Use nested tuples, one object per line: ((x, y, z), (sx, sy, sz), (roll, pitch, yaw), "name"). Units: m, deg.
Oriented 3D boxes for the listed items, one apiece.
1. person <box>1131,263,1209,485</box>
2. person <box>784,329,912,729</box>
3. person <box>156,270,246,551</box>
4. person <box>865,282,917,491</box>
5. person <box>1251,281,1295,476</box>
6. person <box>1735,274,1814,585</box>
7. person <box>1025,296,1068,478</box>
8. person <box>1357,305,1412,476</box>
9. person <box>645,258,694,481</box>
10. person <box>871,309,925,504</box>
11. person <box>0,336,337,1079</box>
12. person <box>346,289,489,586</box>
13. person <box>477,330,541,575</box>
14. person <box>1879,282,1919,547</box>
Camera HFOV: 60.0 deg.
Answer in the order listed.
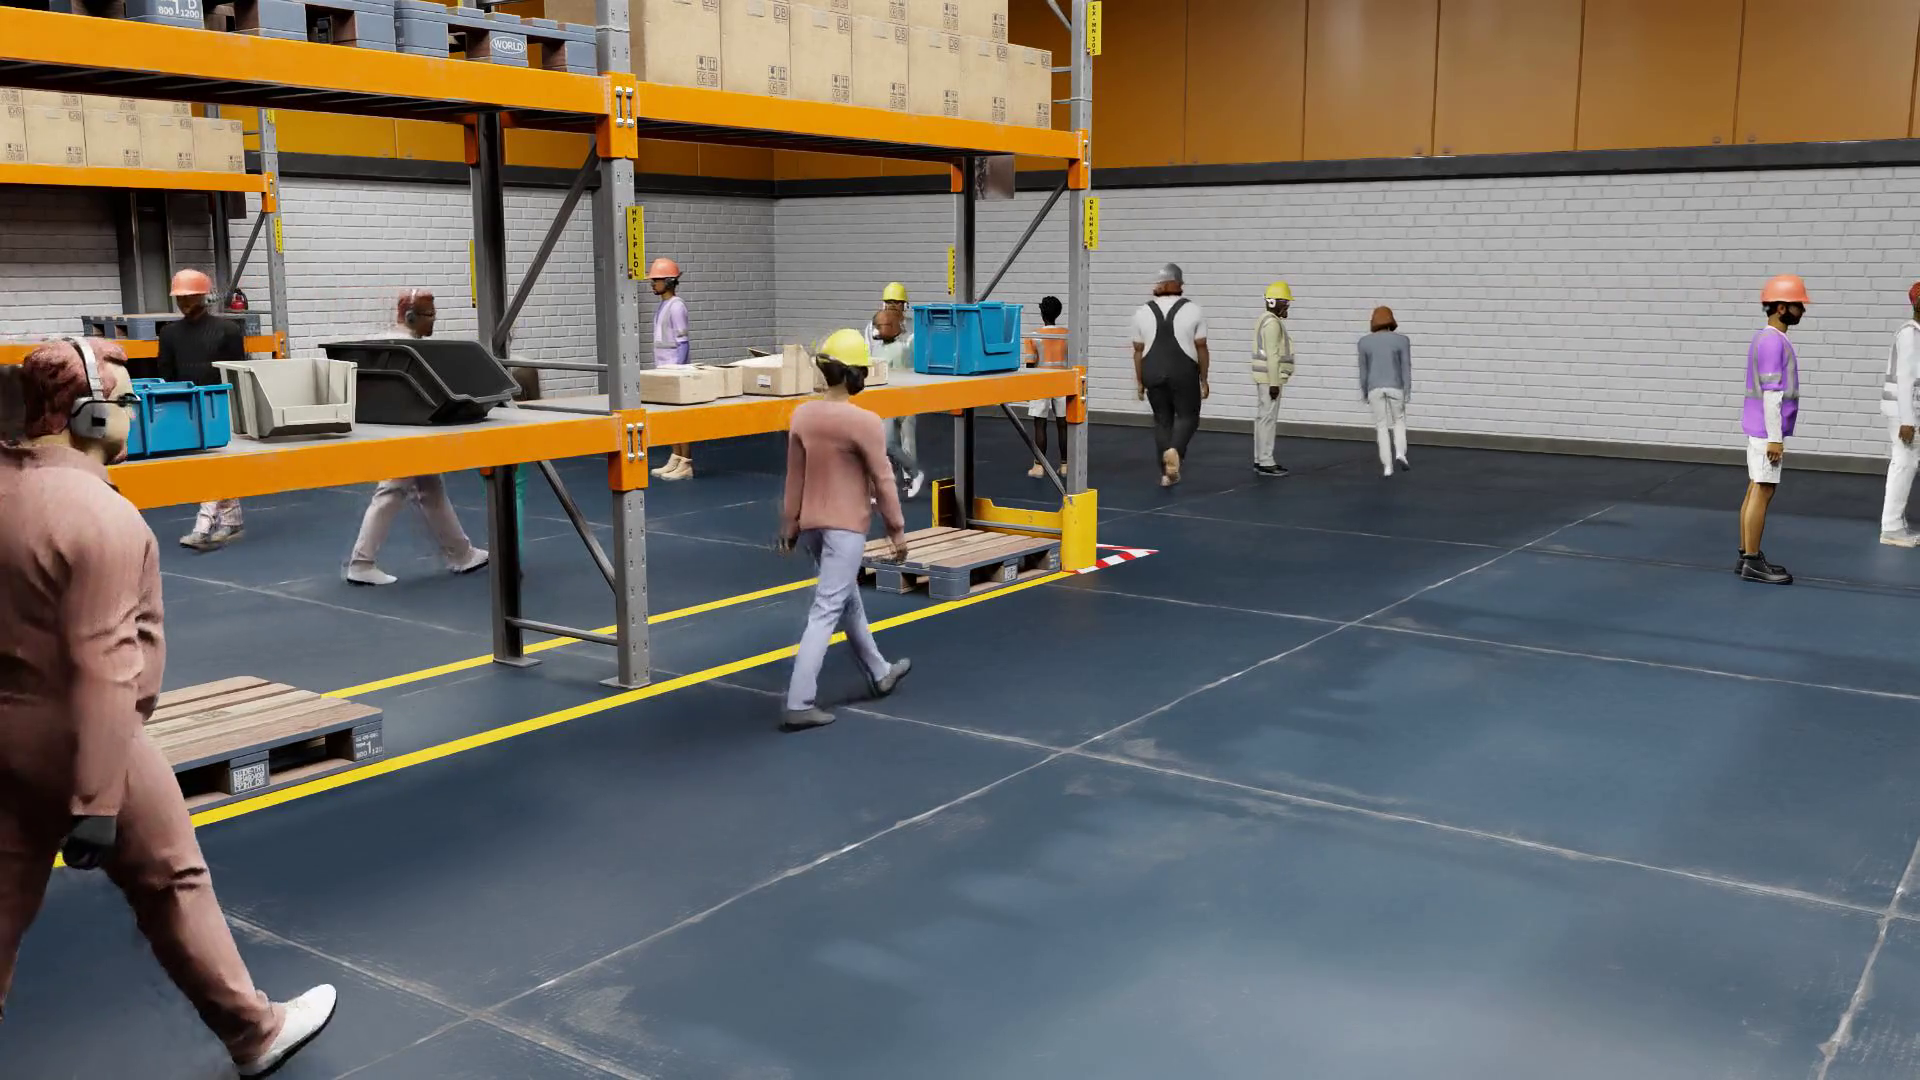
((1.872, -1.478, 14.844), (0.706, 2.000, 0.722), (4, 10, 22), "person")
((-0.476, -0.061, 7.344), (0.552, 1.714, 0.907), (9, 13, 42), "person")
((-5.371, -0.901, 11.662), (0.647, 1.947, 0.970), (1, 10, 7), "person")
((-0.582, -1.347, 14.668), (0.590, 1.837, 0.404), (2, 10, 10), "person")
((2.965, -1.528, 15.769), (0.404, 1.829, 0.591), (1, 10, 3), "person")
((5.124, -0.697, 10.490), (0.350, 1.941, 0.545), (4, 10, 20), "person")
((0.840, -1.423, 15.536), (0.535, 1.697, 0.318), (-3, 10, -19), "person")
((4.002, -1.404, 15.682), (0.535, 1.601, 0.454), (3, 10, 17), "person")
((-2.684, -1.565, 15.355), (0.397, 2.043, 0.609), (-4, 10, -23), "person")
((-0.564, -1.103, 13.836), (0.412, 1.620, 0.525), (-5, 11, -28), "person")
((-1.998, 0.469, 3.812), (0.650, 1.852, 0.986), (5, 11, 27), "person")
((-3.400, -0.635, 10.414), (1.022, 1.846, 0.659), (-5, 11, -28), "person")
((-2.996, -0.647, 10.843), (0.521, 1.719, 0.938), (-1, 10, -8), "person")
((6.793, -0.894, 11.886), (0.382, 1.872, 0.617), (6, 11, 32), "person")
